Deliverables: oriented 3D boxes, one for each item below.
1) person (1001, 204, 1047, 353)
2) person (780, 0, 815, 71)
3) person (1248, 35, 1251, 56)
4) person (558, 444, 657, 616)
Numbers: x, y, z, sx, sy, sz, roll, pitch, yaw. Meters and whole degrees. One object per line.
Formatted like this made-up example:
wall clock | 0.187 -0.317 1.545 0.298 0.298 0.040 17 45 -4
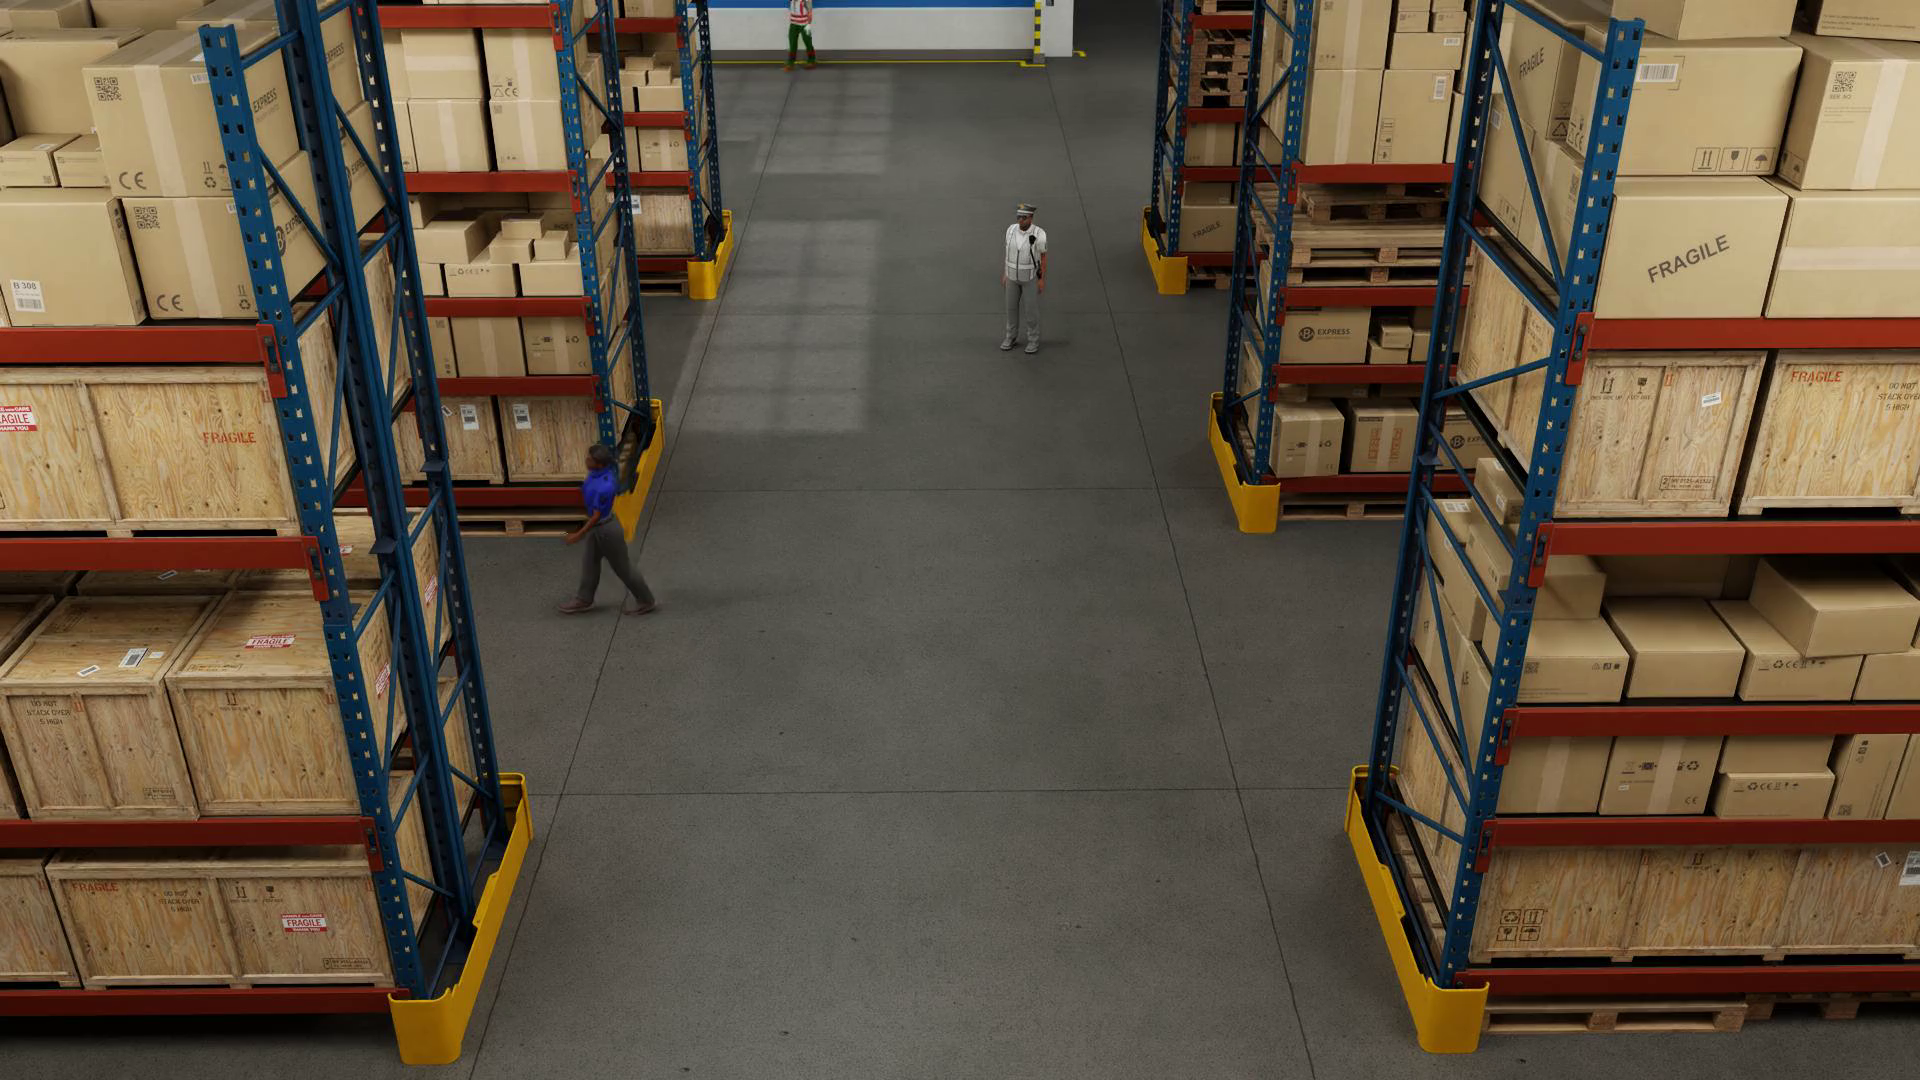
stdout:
person | 0.744 -3.124 19.708 0.529 1.772 0.418 10 30 19
person | -3.189 -10.174 32.817 0.625 1.768 0.789 15 32 26
person | 4.971 -8.063 28.927 0.861 1.804 0.635 4 28 7
person | -3.085 -0.085 14.185 0.837 1.637 0.504 -9 29 -16
